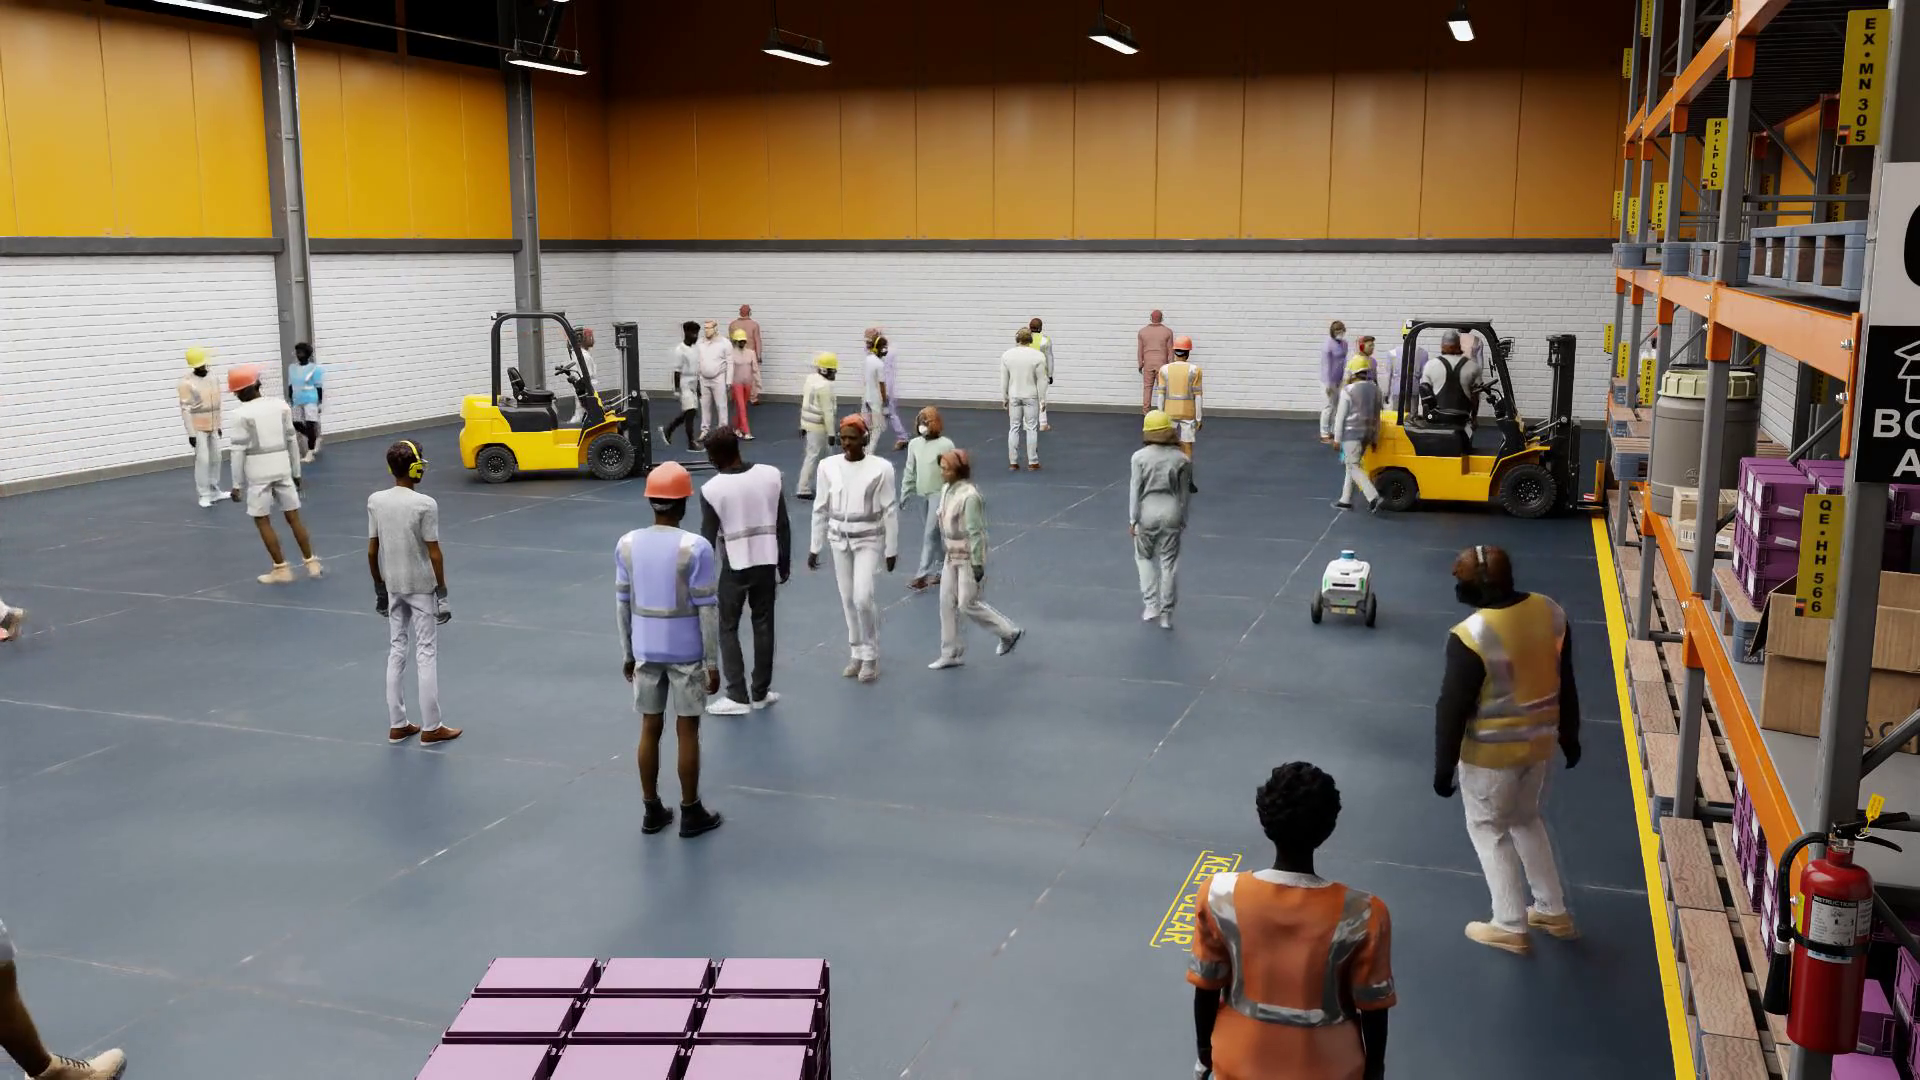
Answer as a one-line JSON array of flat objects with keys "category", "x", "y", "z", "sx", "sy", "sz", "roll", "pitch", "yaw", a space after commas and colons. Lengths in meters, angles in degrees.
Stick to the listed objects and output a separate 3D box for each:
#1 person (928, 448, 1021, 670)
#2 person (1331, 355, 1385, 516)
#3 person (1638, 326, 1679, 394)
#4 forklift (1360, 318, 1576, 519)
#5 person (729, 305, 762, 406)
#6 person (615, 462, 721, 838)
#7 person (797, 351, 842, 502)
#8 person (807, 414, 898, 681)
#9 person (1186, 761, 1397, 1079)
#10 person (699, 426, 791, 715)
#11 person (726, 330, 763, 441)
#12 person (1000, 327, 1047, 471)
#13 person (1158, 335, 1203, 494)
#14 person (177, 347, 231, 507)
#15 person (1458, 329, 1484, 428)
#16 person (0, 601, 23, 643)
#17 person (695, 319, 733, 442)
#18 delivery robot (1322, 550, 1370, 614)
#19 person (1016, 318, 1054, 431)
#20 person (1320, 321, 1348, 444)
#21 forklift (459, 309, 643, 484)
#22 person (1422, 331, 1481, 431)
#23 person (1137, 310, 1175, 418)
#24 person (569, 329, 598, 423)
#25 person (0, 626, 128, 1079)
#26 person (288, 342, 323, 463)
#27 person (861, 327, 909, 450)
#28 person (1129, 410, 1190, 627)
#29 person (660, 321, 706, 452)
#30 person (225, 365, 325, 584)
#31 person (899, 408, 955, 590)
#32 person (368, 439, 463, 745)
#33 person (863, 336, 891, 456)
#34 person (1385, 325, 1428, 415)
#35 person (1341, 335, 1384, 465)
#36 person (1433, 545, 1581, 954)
[{"category": "person", "x": 0.092, "y": 0.130, "z": 11.886, "sx": 0.606, "sy": 1.611, "sz": 0.546, "roll": -5, "pitch": 11, "yaw": -27}, {"category": "person", "x": 4.513, "y": -1.178, "z": 18.727, "sx": 0.593, "sy": 1.808, "sz": 0.830, "roll": -7, "pitch": 12, "yaw": -33}, {"category": "person", "x": 9.731, "y": -2.023, "z": 23.241, "sx": 0.641, "sy": 1.894, "sz": 0.790, "roll": 0, "pitch": 10, "yaw": 0}, {"category": "forklift", "x": 5.787, "y": -1.437, "z": 19.079, "sx": 2.313, "sy": 2.155, "sz": 1.214, "roll": 3, "pitch": 11, "yaw": 19}, {"category": "person", "x": -4.034, "y": -3.495, "z": 31.481, "sx": 0.653, "sy": 1.906, "sz": 0.408, "roll": 3, "pitch": 11, "yaw": 19}, {"category": "person", "x": -1.482, "y": 0.566, "z": 8.579, "sx": 0.565, "sy": 1.929, "sz": 0.401, "roll": 3, "pitch": 10, "yaw": 16}, {"category": "person", "x": -1.646, "y": -1.331, "z": 19.643, "sx": 0.656, "sy": 1.785, "sz": 0.596, "roll": -3, "pitch": 11, "yaw": -18}, {"category": "person", "x": -0.760, "y": 0.057, "z": 11.570, "sx": 0.596, "sy": 1.864, "sz": 0.564, "roll": 4, "pitch": 11, "yaw": 23}, {"category": "person", "x": 0.872, "y": 1.415, "z": 4.418, "sx": 0.541, "sy": 1.696, "sz": 0.315, "roll": 3, "pitch": 11, "yaw": 19}, {"category": "person", "x": -1.377, "y": 0.202, "z": 10.769, "sx": 0.675, "sy": 1.879, "sz": 0.387, "roll": -6, "pitch": 12, "yaw": -31}, {"category": "person", "x": -3.400, "y": -2.423, "z": 25.967, "sx": 0.534, "sy": 1.719, "sz": 0.903, "roll": -7, "pitch": 12, "yaw": -35}, {"category": "person", "x": 0.862, "y": -1.890, "z": 22.349, "sx": 0.636, "sy": 1.938, "sz": 0.358, "roll": 3, "pitch": 11, "yaw": 19}, {"category": "person", "x": 2.696, "y": -1.530, "z": 20.325, "sx": 0.552, "sy": 1.936, "sz": 0.360, "roll": 3, "pitch": 11, "yaw": 19}, {"category": "person", "x": -8.738, "y": -1.320, "z": 19.334, "sx": 0.421, "sy": 1.870, "sz": 0.787, "roll": 3, "pitch": 10, "yaw": 15}, {"category": "person", "x": 8.177, "y": -2.672, "z": 27.040, "sx": 0.636, "sy": 1.841, "sz": 0.429, "roll": 3, "pitch": 11, "yaw": 18}, {"category": "person", "x": -7.444, "y": -0.126, "z": 12.327, "sx": 0.705, "sy": 1.976, "sz": 0.626, "roll": -4, "pitch": 11, "yaw": -21}, {"category": "person", "x": -3.809, "y": -2.441, "z": 25.546, "sx": 0.652, "sy": 1.906, "sz": 0.403, "roll": 3, "pitch": 10, "yaw": 15}, {"category": "delivery robot", "x": 3.136, "y": 0.329, "z": 13.489, "sx": 0.477, "sy": 0.478, "sz": 0.707, "roll": 3, "pitch": 11, "yaw": 16}, {"category": "person", "x": 1.240, "y": -2.709, "z": 27.262, "sx": 0.638, "sy": 1.838, "sz": 0.431, "roll": 3, "pitch": 11, "yaw": 18}, {"category": "person", "x": 5.667, "y": -2.386, "z": 25.269, "sx": 0.669, "sy": 1.894, "sz": 0.485, "roll": -10, "pitch": 14, "yaw": -43}, {"category": "forklift", "x": -5.354, "y": -1.902, "z": 21.697, "sx": 2.313, "sy": 2.155, "sz": 1.214, "roll": -2, "pitch": 10, "yaw": -13}, {"category": "person", "x": 5.993, "y": -1.589, "z": 20.369, "sx": 0.706, "sy": 2.000, "sz": 0.821, "roll": 1, "pitch": 10, "yaw": 7}, {"category": "person", "x": 3.430, "y": -3.065, "z": 29.058, "sx": 0.653, "sy": 1.906, "sz": 0.408, "roll": 3, "pitch": 11, "yaw": 19}, {"category": "person", "x": -5.435, "y": -2.121, "z": 23.922, "sx": 0.911, "sy": 1.852, "sz": 0.574, "roll": -4, "pitch": 11, "yaw": -23}, {"category": "person", "x": -3.403, "y": 1.103, "z": 5.460, "sx": 0.691, "sy": 1.969, "sz": 1.094, "roll": 5, "pitch": 11, "yaw": 26}, {"category": "person", "x": -9.133, "y": -1.936, "z": 23.302, "sx": 0.546, "sy": 1.684, "sz": 0.544, "roll": 3, "pitch": 10, "yaw": 16}, {"category": "person", "x": -1.192, "y": -2.197, "z": 24.371, "sx": 0.690, "sy": 1.858, "sz": 1.015, "roll": 10, "pitch": 14, "yaw": 44}, {"category": "person", "x": 1.579, "y": -0.169, "z": 13.218, "sx": 0.497, "sy": 1.726, "sz": 0.420, "roll": 0, "pitch": 10, "yaw": -2}, {"category": "person", "x": -4.085, "y": -2.257, "z": 24.444, "sx": 0.739, "sy": 1.935, "sz": 0.633, "roll": 3, "pitch": 11, "yaw": 17}, {"category": "person", "x": -6.160, "y": -0.587, "z": 14.884, "sx": 0.434, "sy": 1.987, "sz": 0.786, "roll": 7, "pitch": 12, "yaw": 35}, {"category": "person", "x": -0.324, "y": -0.354, "z": 14.620, "sx": 0.529, "sy": 1.599, "sz": 0.777, "roll": 8, "pitch": 13, "yaw": 39}, {"category": "person", "x": -3.332, "y": 0.317, "z": 10.116, "sx": 0.535, "sy": 1.869, "sz": 0.314, "roll": 3, "pitch": 11, "yaw": 19}, {"category": "person", "x": -1.125, "y": -1.844, "z": 22.419, "sx": 0.390, "sy": 1.825, "sz": 0.629, "roll": -3, "pitch": 10, "yaw": -16}, {"category": "person", "x": 6.353, "y": -2.121, "z": 23.681, "sx": 0.595, "sy": 1.925, "sz": 0.370, "roll": 3, "pitch": 11, "yaw": 19}, {"category": "person", "x": 5.523, "y": -1.855, "z": 22.526, "sx": 0.598, "sy": 1.803, "sz": 0.929, "roll": -9, "pitch": 13, "yaw": -41}, {"category": "person", "x": 2.305, "y": 0.892, "z": 7.107, "sx": 0.708, "sy": 1.790, "sz": 0.429, "roll": -6, "pitch": 12, "yaw": -29}]
